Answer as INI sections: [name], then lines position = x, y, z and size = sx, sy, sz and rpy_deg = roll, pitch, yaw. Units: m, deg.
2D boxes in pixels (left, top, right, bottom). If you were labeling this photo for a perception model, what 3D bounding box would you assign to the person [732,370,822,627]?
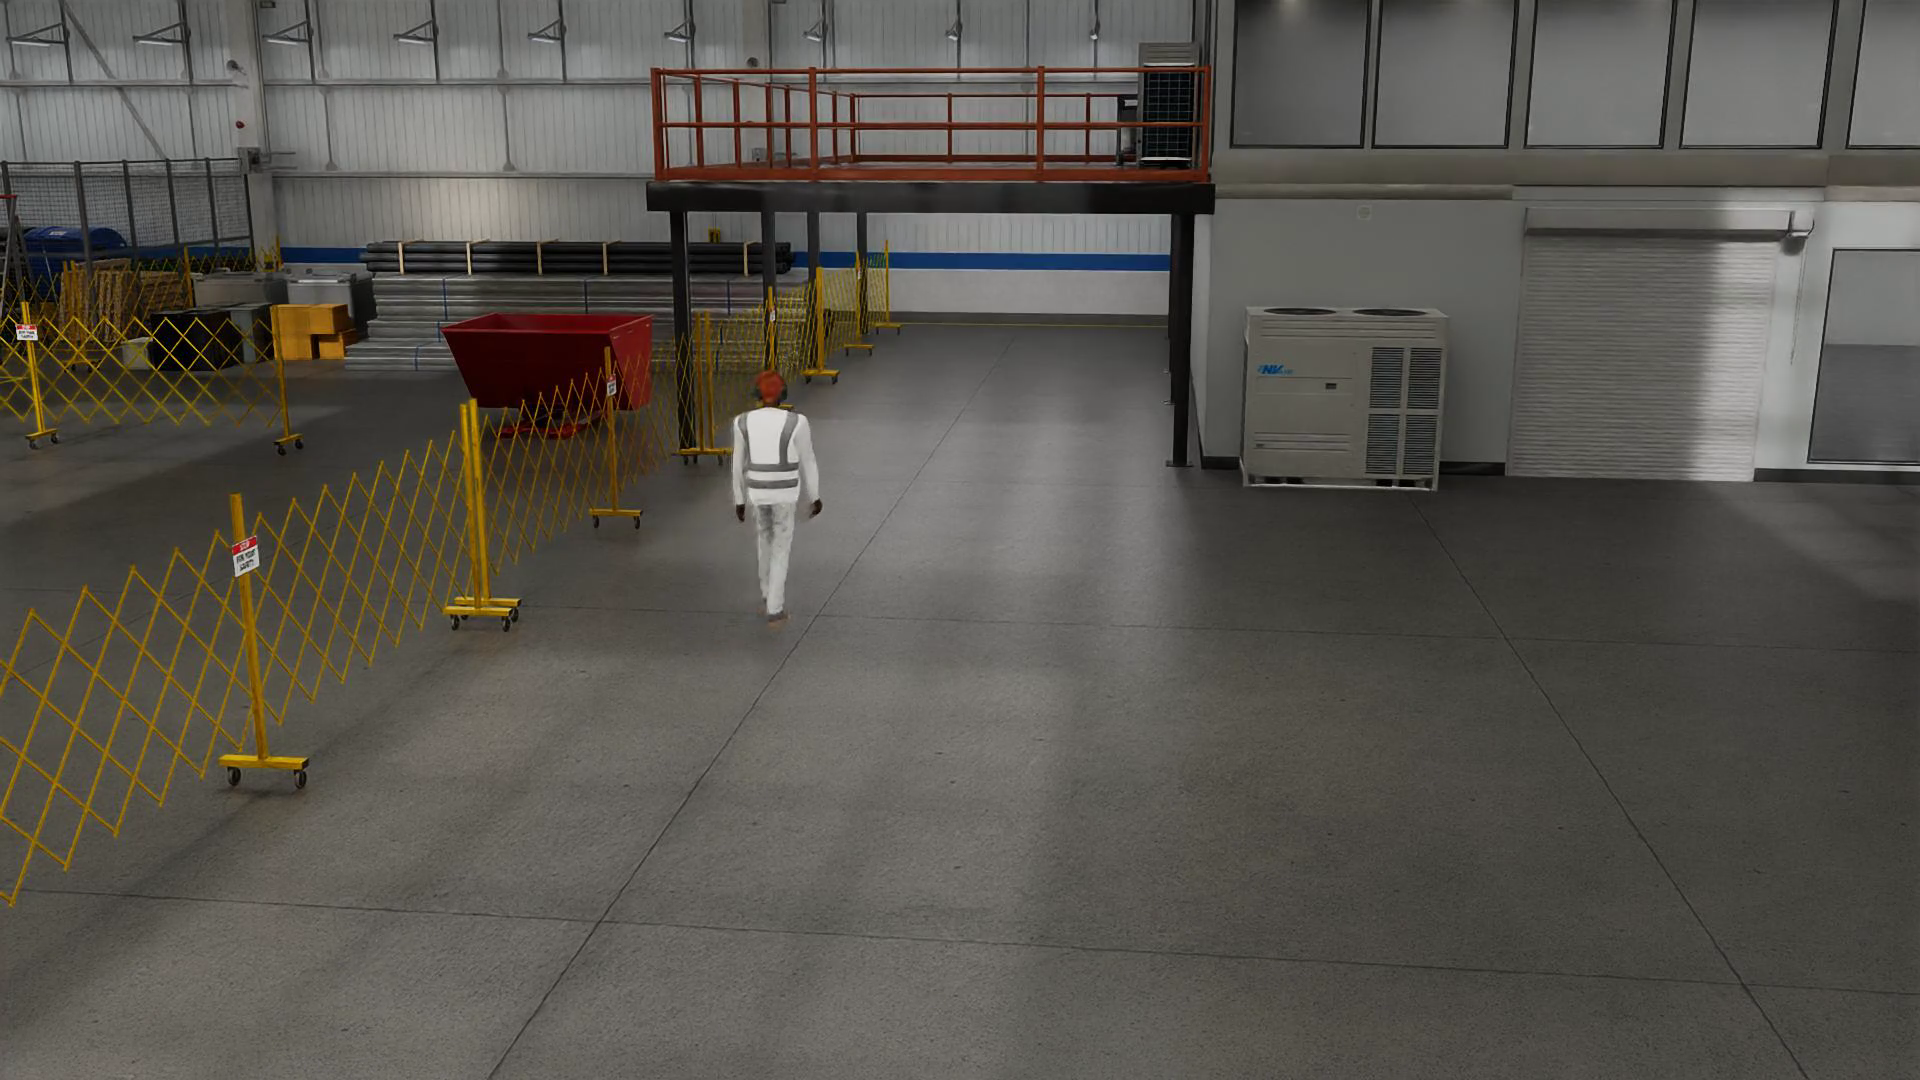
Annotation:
[person]
position = -1.327, -0.328, 12.267
size = 0.599, 1.858, 0.765
rpy_deg = 4, 14, 17
